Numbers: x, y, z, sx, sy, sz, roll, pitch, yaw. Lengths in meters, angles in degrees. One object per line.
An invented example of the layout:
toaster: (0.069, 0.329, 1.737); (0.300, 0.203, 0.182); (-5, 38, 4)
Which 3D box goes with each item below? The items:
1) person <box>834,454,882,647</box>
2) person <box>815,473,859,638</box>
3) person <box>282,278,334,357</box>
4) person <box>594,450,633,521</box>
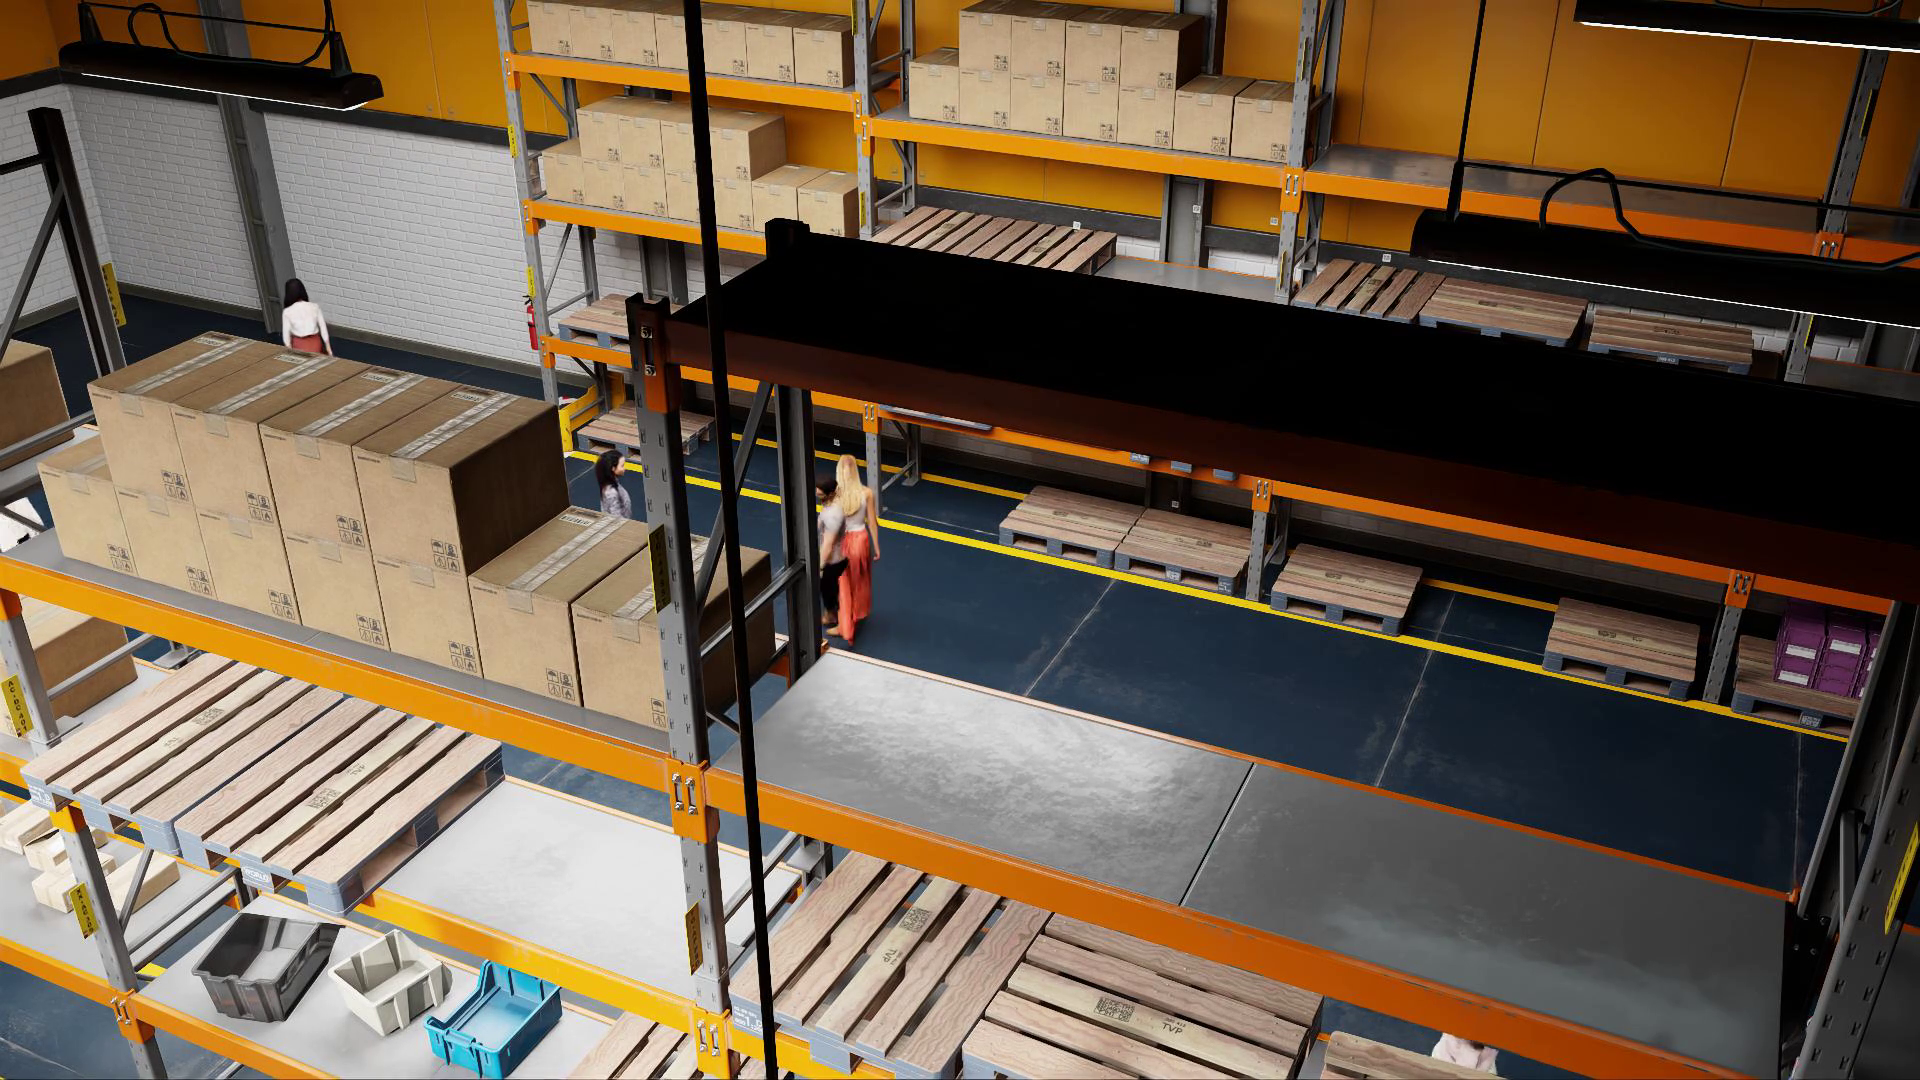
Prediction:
person: (-0.965, 0.132, 14.519); (1.042, 1.774, 0.992); (1, 29, 1)
person: (-1.034, 0.144, 14.587); (0.815, 1.688, 0.790); (1, 29, 1)
person: (-7.227, -2.042, 18.548); (0.774, 1.732, 0.840); (-22, 35, -34)
person: (-3.060, -0.004, 14.810); (0.743, 1.735, 0.675); (-11, 31, -19)
